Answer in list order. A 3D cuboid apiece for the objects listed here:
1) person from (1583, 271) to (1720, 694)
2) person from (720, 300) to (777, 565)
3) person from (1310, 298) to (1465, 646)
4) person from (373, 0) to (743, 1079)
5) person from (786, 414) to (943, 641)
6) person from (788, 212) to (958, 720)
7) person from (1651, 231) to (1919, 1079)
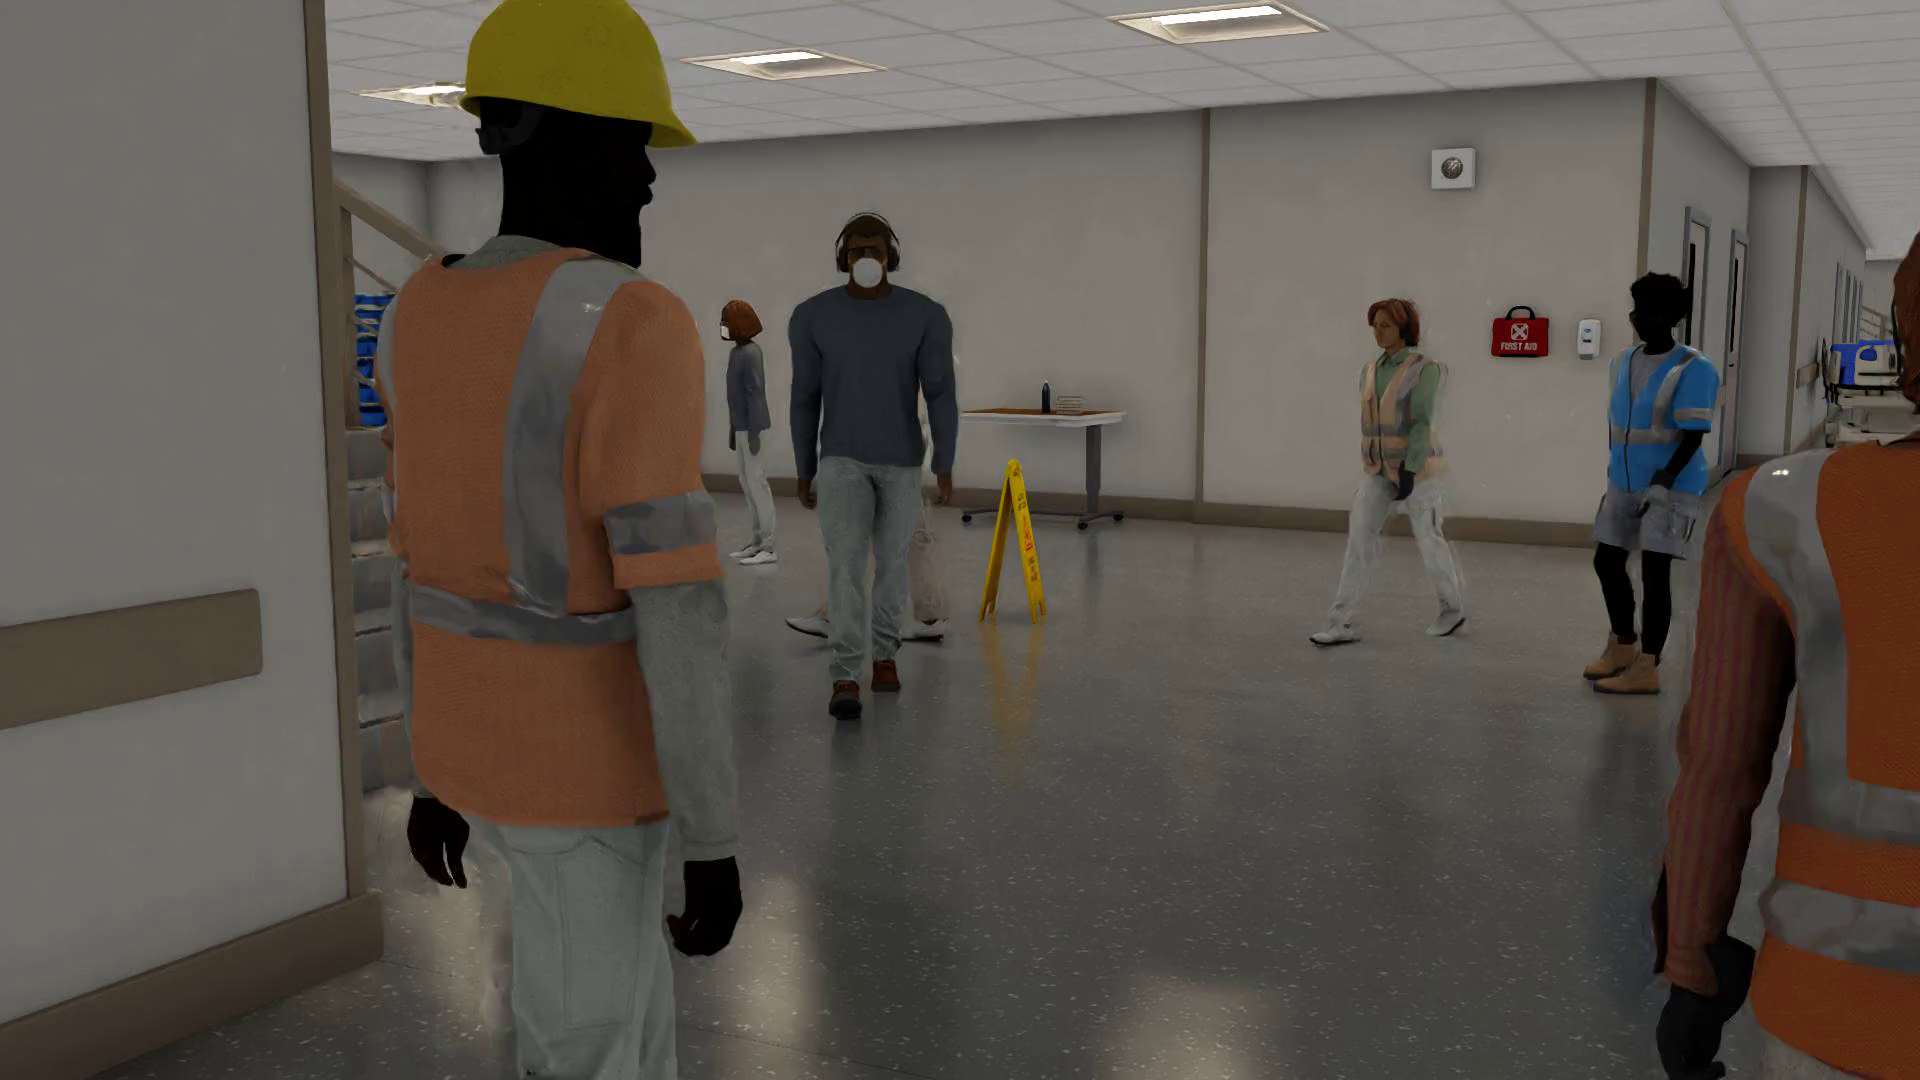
[{"bbox_3d":[2.738,-0.217,6.599,0.370,1.689,0.563,-3,8,-24],"label":"person"},{"bbox_3d":[-1.305,-0.656,10.227,0.314,1.624,0.513,-3,8,-19],"label":"person"},{"bbox_3d":[2.034,-0.315,7.691,0.878,1.596,0.508,-5,9,-33],"label":"person"},{"bbox_3d":[-0.544,0.268,2.063,0.595,1.897,0.852,7,10,44],"label":"person"},{"bbox_3d":[-0.435,-0.328,7.683,0.793,1.603,0.544,2,8,12],"label":"person"},{"bbox_3d":[-0.334,-0.286,6.341,0.643,1.886,0.994,-1,7,-4],"label":"person"},{"bbox_3d":[0.886,0.478,1.504,0.530,1.621,0.588,5,9,35],"label":"person"}]
